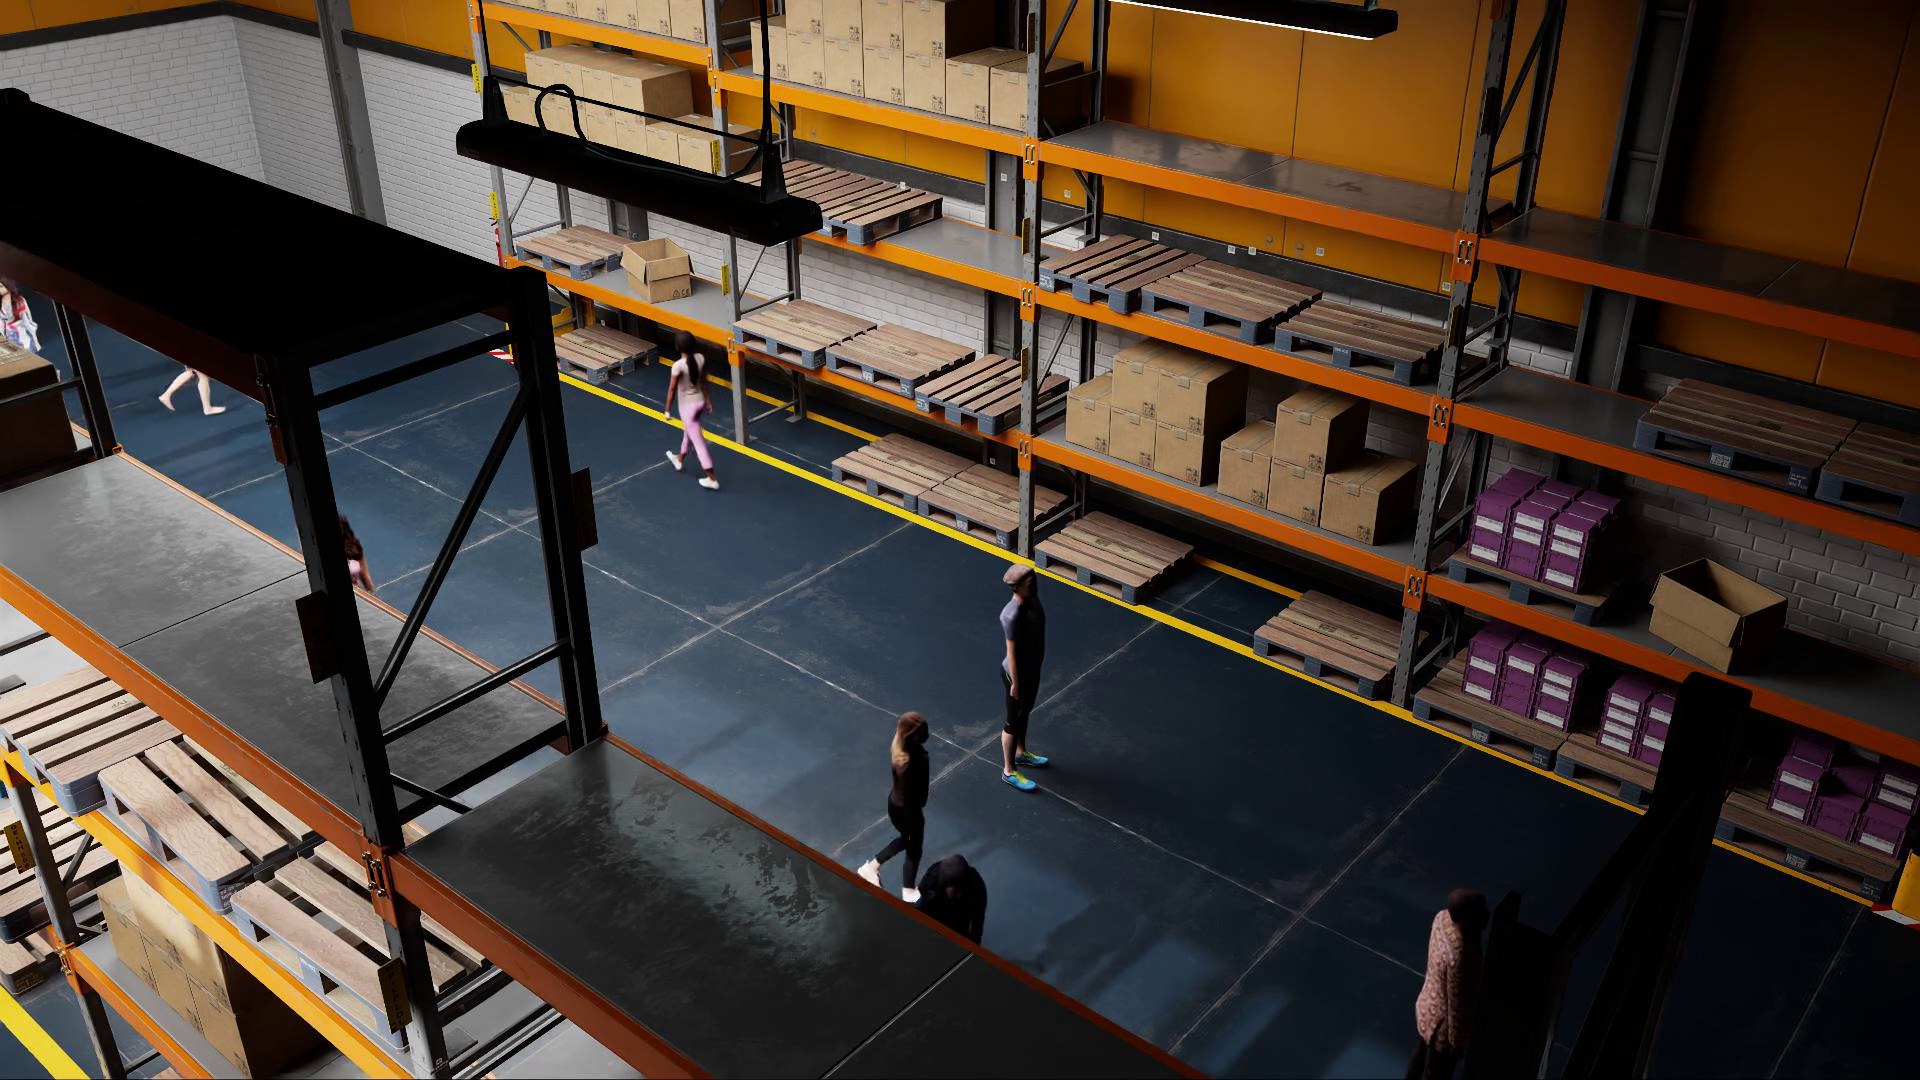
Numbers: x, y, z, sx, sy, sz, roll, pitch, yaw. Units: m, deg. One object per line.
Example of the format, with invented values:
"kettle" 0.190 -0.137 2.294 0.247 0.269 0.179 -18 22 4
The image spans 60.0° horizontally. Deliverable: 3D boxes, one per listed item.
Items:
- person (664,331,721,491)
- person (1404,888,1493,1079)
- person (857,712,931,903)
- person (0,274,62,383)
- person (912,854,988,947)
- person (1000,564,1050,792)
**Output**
"person" -2.701 -1.307 17.154 1.075 1.704 0.632 21 35 33
"person" 2.798 2.744 9.619 0.800 1.808 0.779 2 29 4
"person" -0.441 1.849 11.393 0.950 1.681 0.883 -1 29 -2
"person" -10.708 -2.312 19.112 0.998 1.593 0.913 8 30 14
"person" -0.119 2.543 10.166 0.960 1.637 1.193 -12 31 -20
"person" 0.471 1.010 12.714 0.707 1.888 0.741 10 30 17
